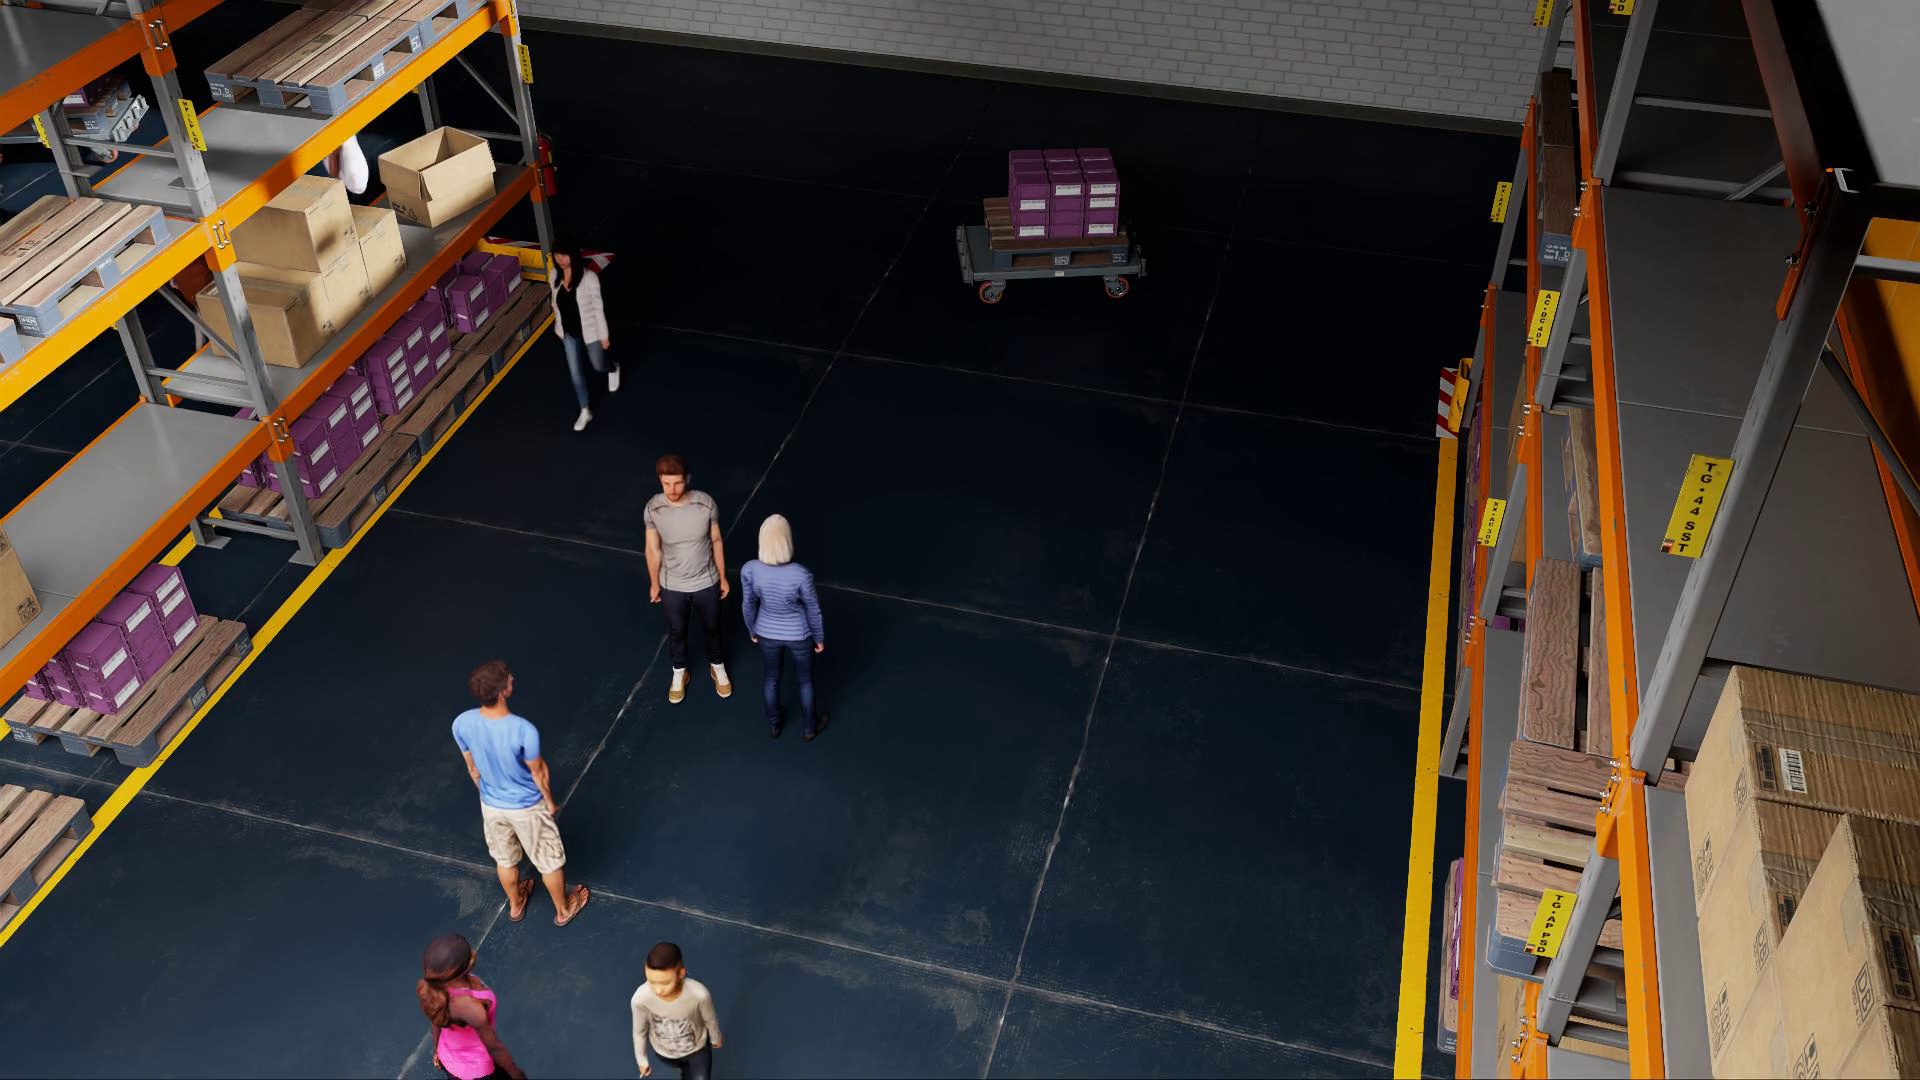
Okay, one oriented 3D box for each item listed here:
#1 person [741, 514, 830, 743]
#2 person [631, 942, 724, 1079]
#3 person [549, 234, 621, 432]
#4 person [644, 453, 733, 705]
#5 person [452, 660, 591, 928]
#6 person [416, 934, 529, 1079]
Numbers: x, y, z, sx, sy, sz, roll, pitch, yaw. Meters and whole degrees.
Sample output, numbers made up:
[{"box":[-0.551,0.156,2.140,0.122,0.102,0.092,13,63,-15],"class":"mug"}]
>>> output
[{"box":[-1.081,0.559,10.276,0.662,1.744,0.552,7,39,8],"class":"person"},{"box":[-1.376,2.424,8.198,0.753,1.423,1.066,-1,39,-1],"class":"person"},{"box":[-2.968,-1.706,13.215,0.642,1.616,0.980,8,39,10],"class":"person"},{"box":[-1.723,0.232,10.565,0.738,1.894,0.705,-6,39,-7],"class":"person"},{"box":[-2.440,1.415,9.109,0.663,1.863,0.573,7,39,9],"class":"person"},{"box":[-2.391,2.532,7.853,1.177,1.684,0.990,-28,46,-31],"class":"person"}]
